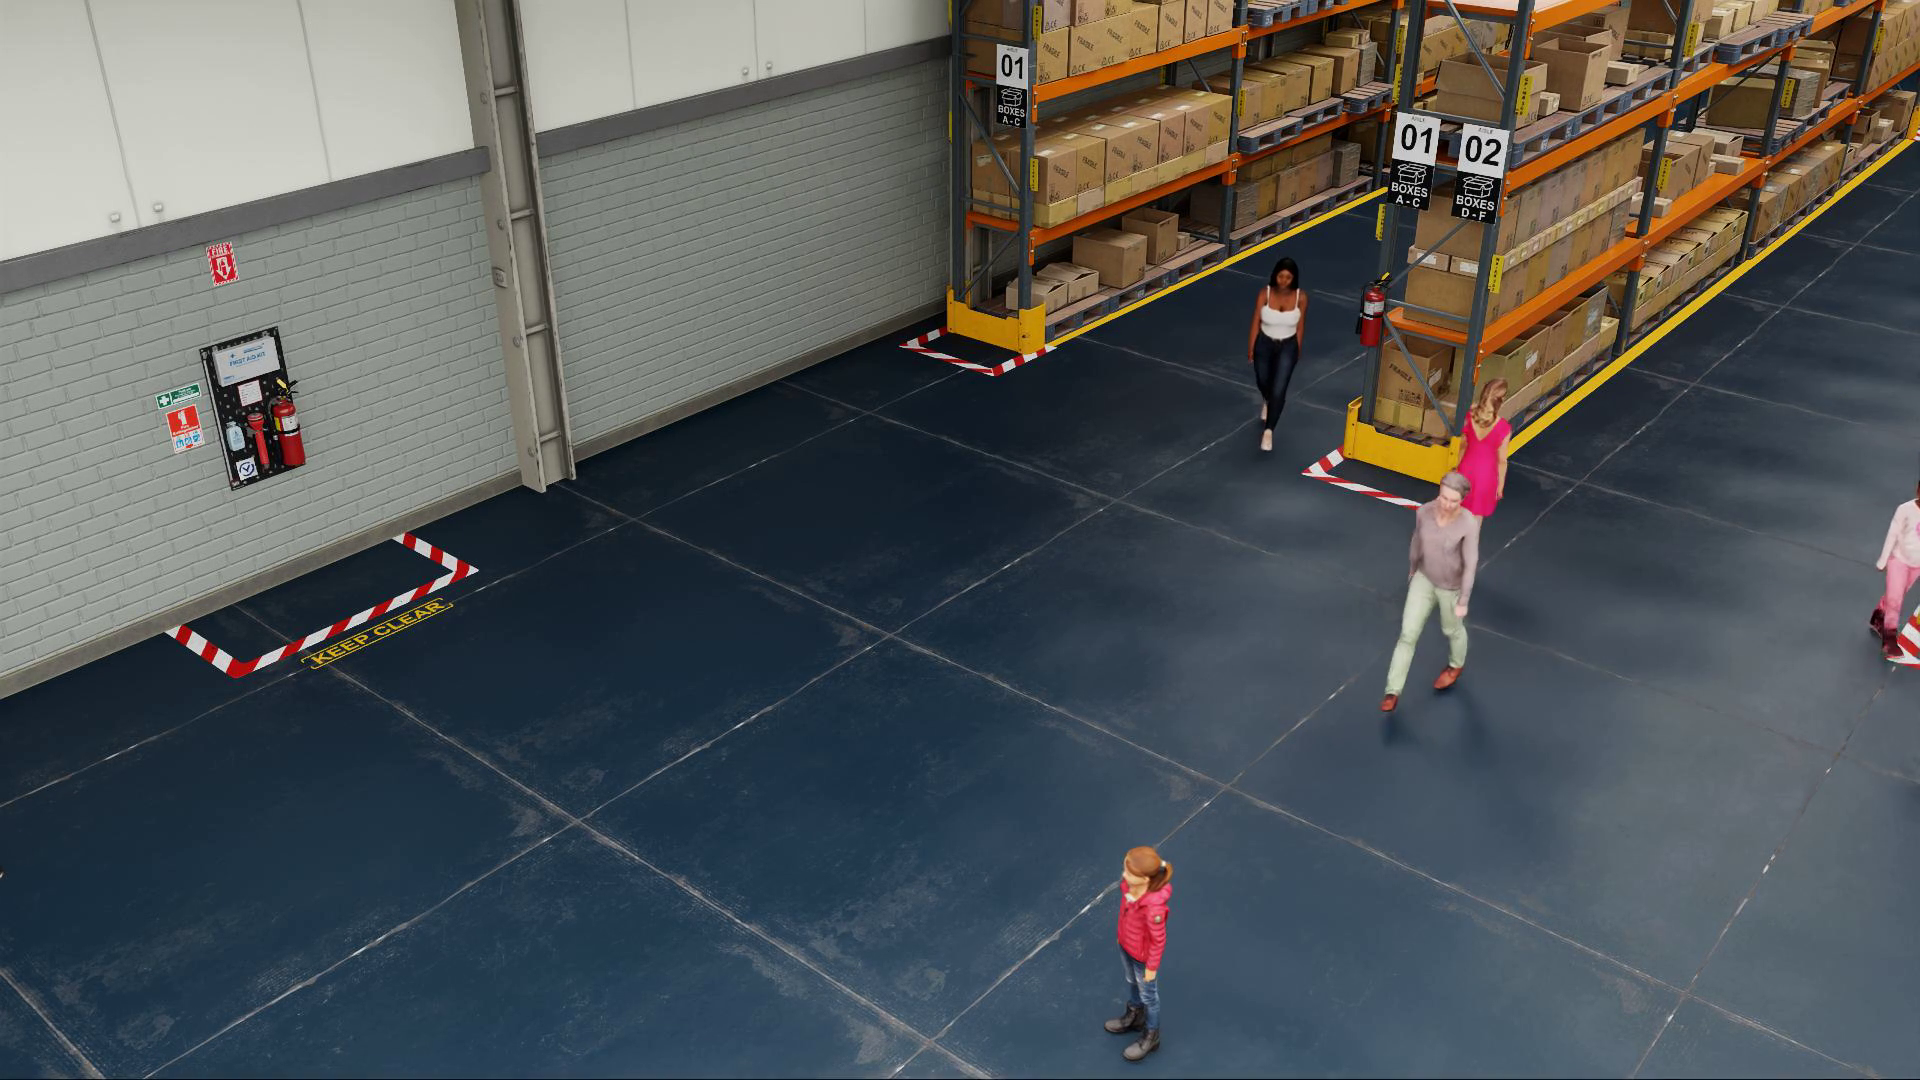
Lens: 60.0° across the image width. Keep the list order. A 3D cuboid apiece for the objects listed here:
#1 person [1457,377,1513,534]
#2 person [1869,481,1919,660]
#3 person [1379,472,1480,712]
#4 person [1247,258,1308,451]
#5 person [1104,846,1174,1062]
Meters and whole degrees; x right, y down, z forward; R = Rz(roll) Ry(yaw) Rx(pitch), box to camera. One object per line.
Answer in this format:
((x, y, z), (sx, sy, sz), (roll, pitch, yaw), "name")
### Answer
((4.032, -0.465, 13.117), (0.775, 1.718, 0.681), (-20, 34, -33), "person")
((7.017, 0.103, 12.363), (0.838, 1.425, 0.923), (-1, 28, -1), "person")
((3.383, 0.300, 11.567), (1.235, 1.826, 0.703), (-24, 36, -38), "person")
((2.957, -1.796, 15.568), (1.001, 1.764, 1.303), (8, 29, 16), "person")
((0.952, 2.128, 8.677), (0.605, 1.315, 0.588), (-11, 30, -19), "person")
